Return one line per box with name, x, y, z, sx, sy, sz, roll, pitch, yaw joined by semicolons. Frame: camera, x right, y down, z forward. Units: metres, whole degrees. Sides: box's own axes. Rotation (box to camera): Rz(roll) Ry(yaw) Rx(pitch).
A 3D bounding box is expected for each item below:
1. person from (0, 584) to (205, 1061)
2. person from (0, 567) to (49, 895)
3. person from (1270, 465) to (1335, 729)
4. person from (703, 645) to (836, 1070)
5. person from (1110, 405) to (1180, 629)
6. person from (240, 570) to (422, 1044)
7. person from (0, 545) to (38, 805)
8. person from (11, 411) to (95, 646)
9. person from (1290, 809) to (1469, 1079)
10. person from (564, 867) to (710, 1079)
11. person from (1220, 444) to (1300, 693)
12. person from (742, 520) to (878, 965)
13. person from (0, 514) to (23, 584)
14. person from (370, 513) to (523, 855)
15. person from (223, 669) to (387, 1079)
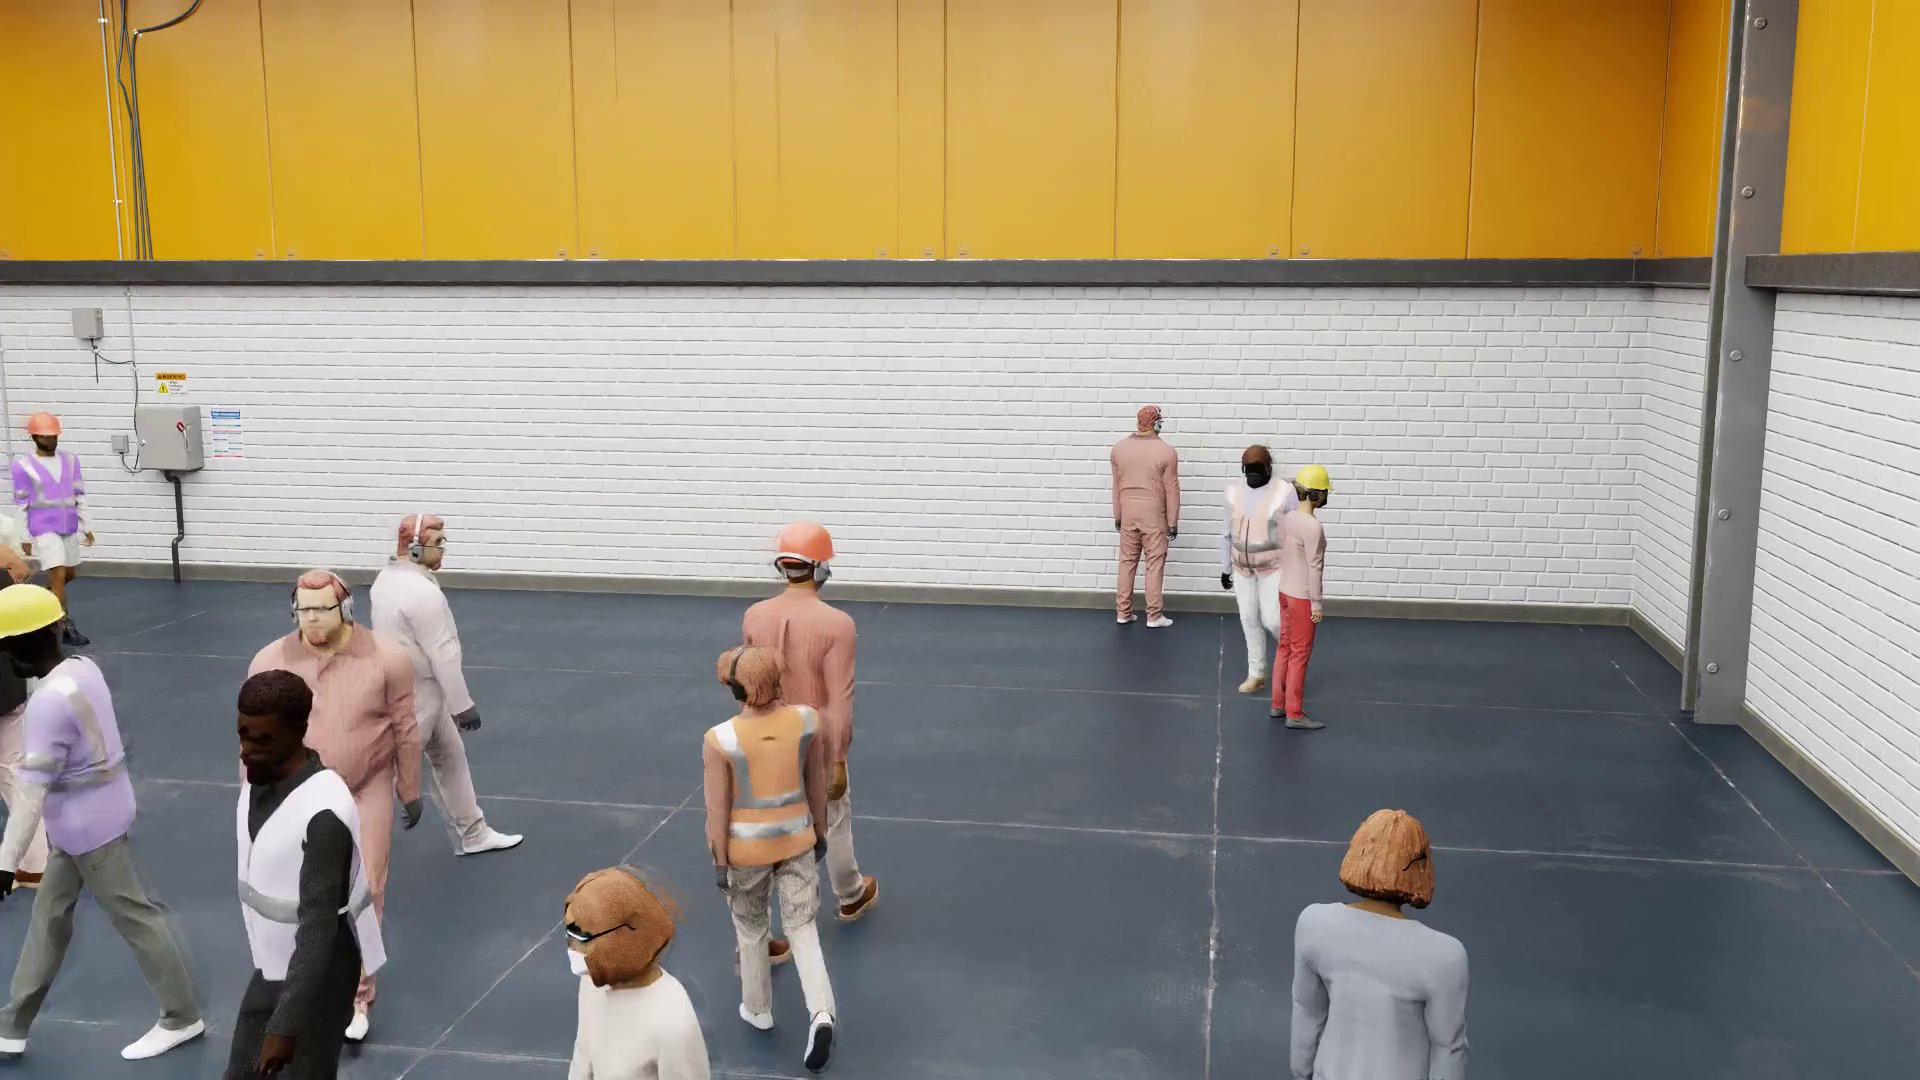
person;-3.407;1.092;6.276;0.977;1.861;0.620;-4;10;-21
person;-4.737;0.771;8.009;0.535;1.964;0.631;1;9;6
person;2.300;0.373;11.075;0.349;1.758;0.522;-2;9;-10
person;-0.705;1.203;6.381;0.527;1.607;0.720;-5;10;-27
person;1.594;-0.198;14.159;0.642;1.903;0.402;6;11;35
person;-2.538;1.035;6.696;0.667;1.847;1.004;-1;9;-5
person;-5.078;0.792;9.008;0.845;1.580;0.517;-7;11;-36
person;-7.457;-0.112;13.595;0.851;1.916;0.546;5;10;28
person;1.103;1.517;4.440;0.498;1.623;0.312;9;13;43
person;-0.772;1.582;4.056;0.412;1.612;0.518;-6;11;-32
person;2.174;0.205;11.936;0.652;1.811;0.532;8;12;41
person;-0.707;0.878;7.415;0.631;1.935;1.048;4;10;25
person;-5.874;0.466;9.864;0.614;1.966;0.926;-7;12;-38
person;-2.768;0.779;8.321;1.046;1.852;0.633;-5;11;-30
person;-1.960;1.302;4.910;0.463;1.897;0.617;-9;13;-44
